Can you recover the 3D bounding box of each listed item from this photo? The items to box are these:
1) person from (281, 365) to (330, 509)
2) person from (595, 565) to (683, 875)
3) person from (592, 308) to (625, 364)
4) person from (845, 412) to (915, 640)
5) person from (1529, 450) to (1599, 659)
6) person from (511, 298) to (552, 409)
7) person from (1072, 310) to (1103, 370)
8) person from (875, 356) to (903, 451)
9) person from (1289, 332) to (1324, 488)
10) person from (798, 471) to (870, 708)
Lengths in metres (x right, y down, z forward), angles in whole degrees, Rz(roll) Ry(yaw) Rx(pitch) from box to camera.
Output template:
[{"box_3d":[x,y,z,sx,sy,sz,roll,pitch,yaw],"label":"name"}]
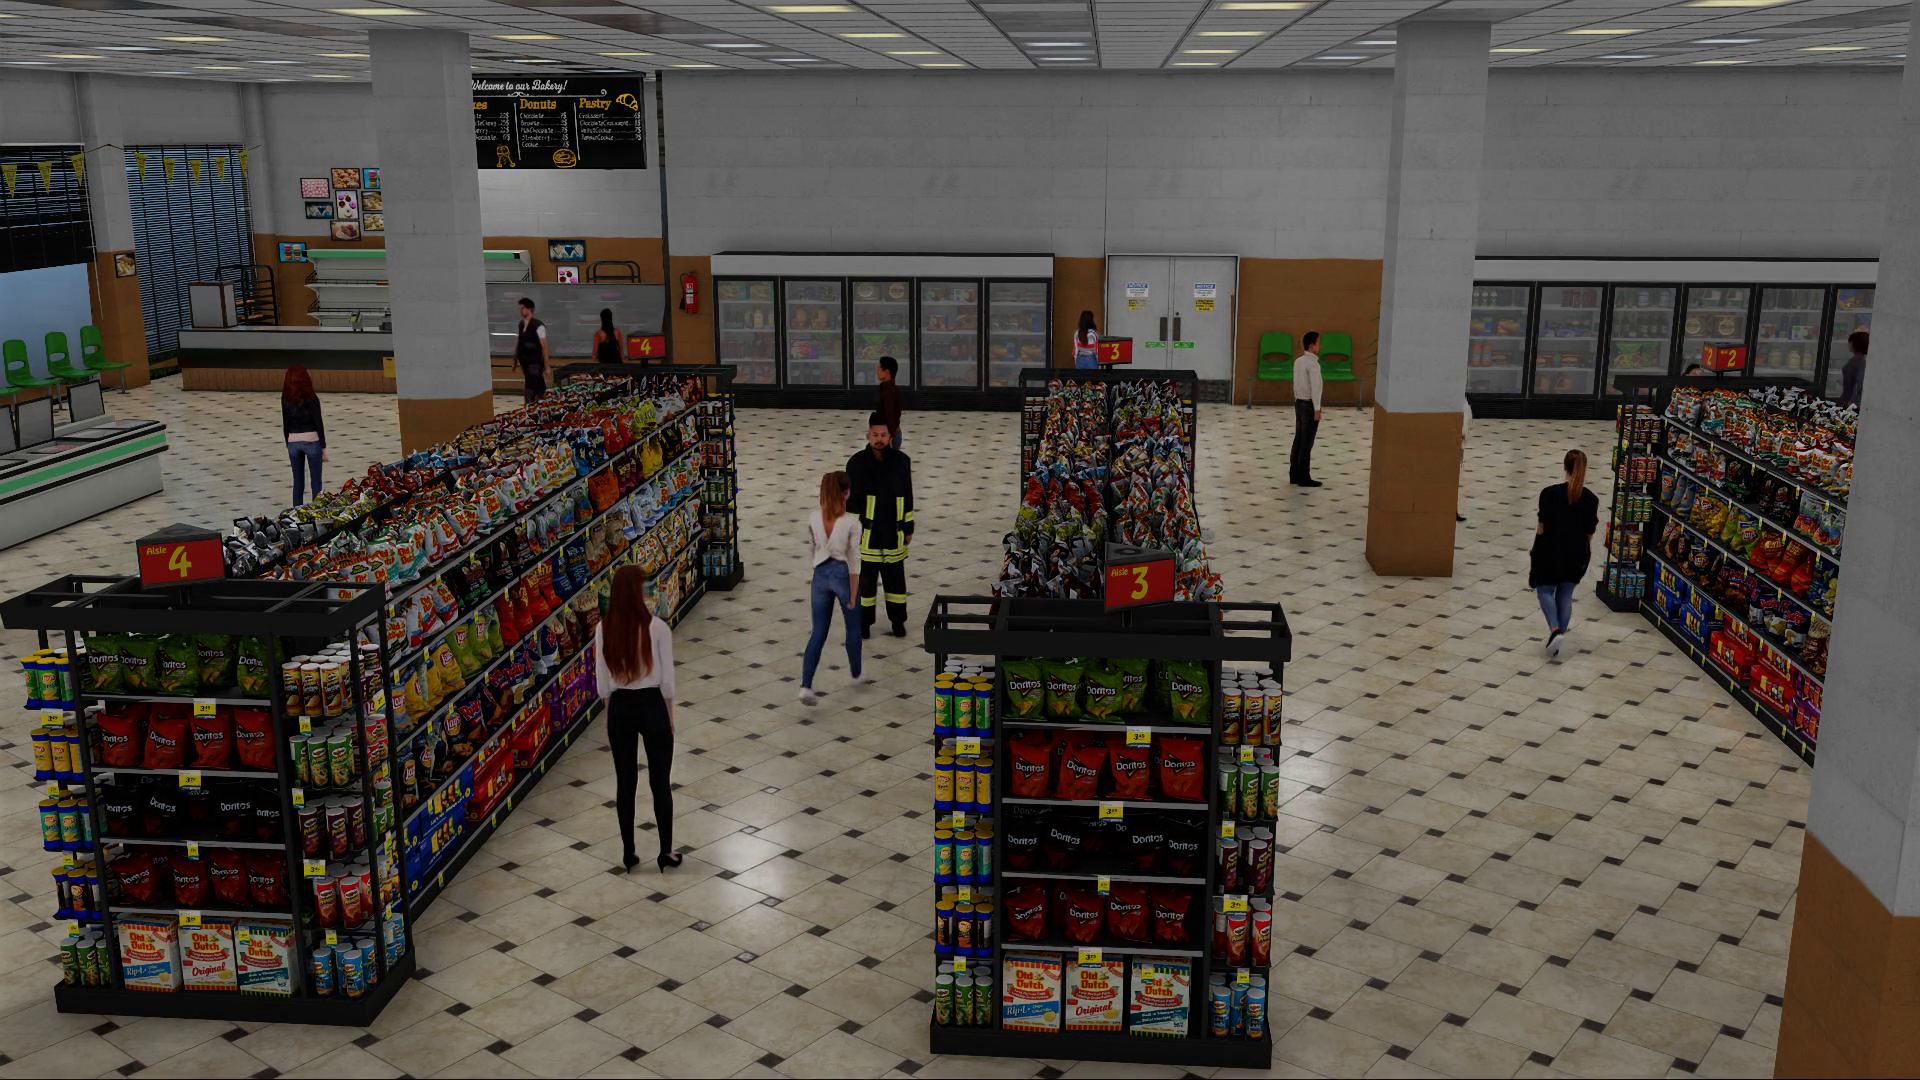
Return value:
[{"box_3d":[-6.700,-0.913,17.017,0.597,1.787,0.547,3,14,10],"label":"person"},{"box_3d":[-1.774,0.997,9.200,0.583,1.760,0.486,2,14,6],"label":"person"},{"box_3d":[-4.961,-2.467,23.717,0.845,1.649,0.906,-11,17,-38],"label":"person"},{"box_3d":[-0.645,-0.126,13.622,0.824,1.858,0.806,-3,14,-13],"label":"person"},{"box_3d":[4.688,0.140,12.911,0.673,1.675,0.824,2,14,9],"label":"person"},{"box_3d":[-5.920,-2.459,23.354,1.053,1.806,1.227,10,17,37],"label":"person"},{"box_3d":[1.827,-2.521,24.015,0.661,1.614,0.633,7,15,26],"label":"person"},{"box_3d":[-0.733,-1.062,17.650,0.739,1.779,0.495,-1,14,-3],"label":"person"},{"box_3d":[4.082,-1.547,19.583,0.792,1.810,0.607,-3,14,-14],"label":"person"},{"box_3d":[-0.945,0.381,11.916,0.792,1.676,1.211,5,14,18],"label":"person"}]
